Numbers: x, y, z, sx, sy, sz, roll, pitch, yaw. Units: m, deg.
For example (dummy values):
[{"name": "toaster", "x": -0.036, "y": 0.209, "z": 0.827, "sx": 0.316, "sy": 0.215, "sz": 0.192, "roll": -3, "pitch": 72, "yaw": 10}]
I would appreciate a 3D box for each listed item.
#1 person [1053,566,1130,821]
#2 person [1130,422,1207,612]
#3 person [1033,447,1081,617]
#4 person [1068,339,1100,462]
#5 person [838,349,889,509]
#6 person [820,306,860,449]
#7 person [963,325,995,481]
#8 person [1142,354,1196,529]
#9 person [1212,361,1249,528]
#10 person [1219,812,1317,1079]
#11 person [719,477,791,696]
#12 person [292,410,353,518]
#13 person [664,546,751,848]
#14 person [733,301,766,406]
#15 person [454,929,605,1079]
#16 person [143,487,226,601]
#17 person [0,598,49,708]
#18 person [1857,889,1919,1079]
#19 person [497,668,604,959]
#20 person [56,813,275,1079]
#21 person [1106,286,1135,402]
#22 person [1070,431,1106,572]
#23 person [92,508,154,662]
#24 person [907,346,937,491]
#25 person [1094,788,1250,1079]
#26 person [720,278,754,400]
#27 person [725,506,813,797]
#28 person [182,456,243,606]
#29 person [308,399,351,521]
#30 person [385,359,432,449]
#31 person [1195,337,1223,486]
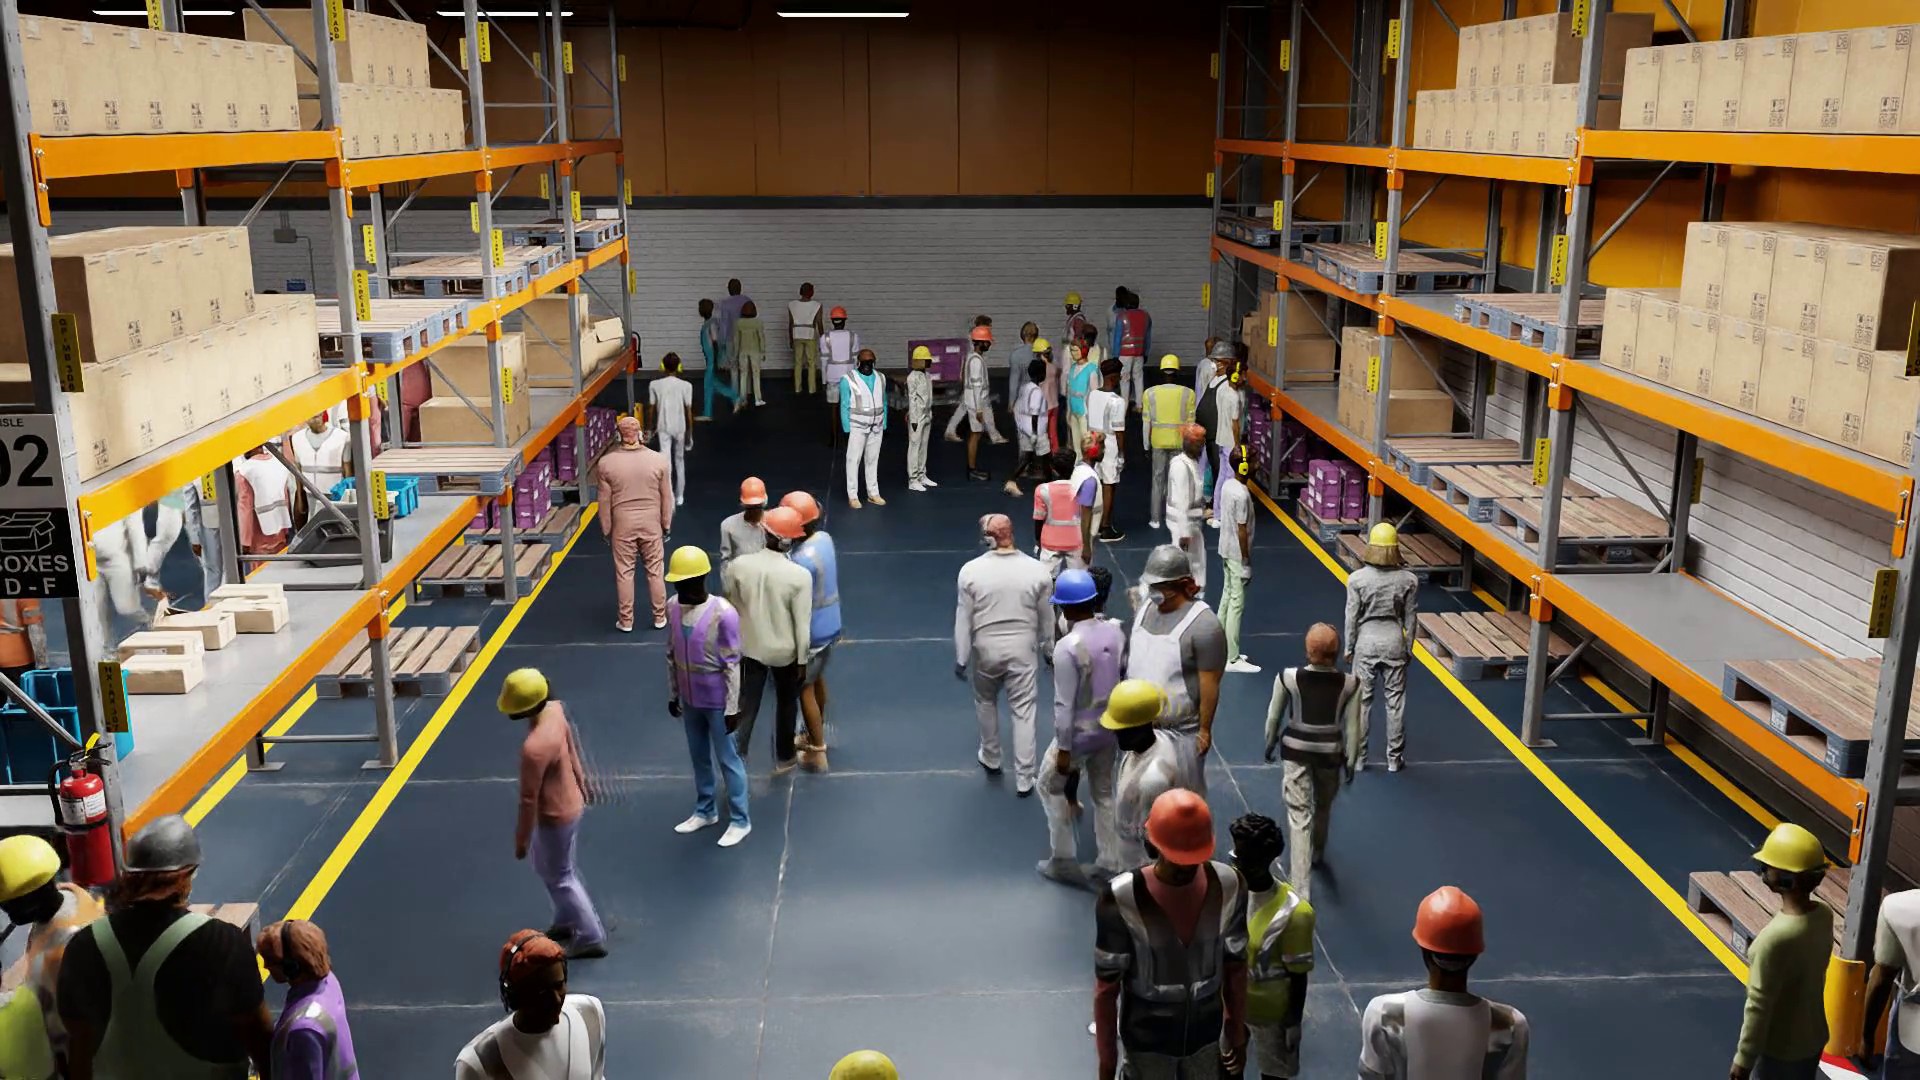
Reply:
[{"name": "person", "x": 0.843, "y": 0.992, "z": 10.510, "sx": 0.535, "sy": 1.697, "sz": 0.318, "roll": 8, "pitch": 16, "yaw": 28}, {"name": "person", "x": 1.925, "y": -0.132, "z": 14.599, "sx": 0.726, "sy": 1.868, "sz": 0.579, "roll": 6, "pitch": 16, "yaw": 23}, {"name": "person", "x": 0.888, "y": 0.045, "z": 14.221, "sx": 0.540, "sy": 1.698, "sz": 0.317, "roll": 0, "pitch": 14, "yaw": 0}, {"name": "person", "x": 1.490, "y": -1.508, "z": 20.035, "sx": 0.373, "sy": 1.840, "sz": 0.572, "roll": -6, "pitch": 16, "yaw": -24}, {"name": "person", "x": -1.089, "y": -1.290, "z": 19.195, "sx": 0.619, "sy": 1.838, "sz": 0.430, "roll": -10, "pitch": 17, "yaw": -34}, {"name": "person", "x": -1.627, "y": -2.203, "z": 22.594, "sx": 0.542, "sy": 1.928, "sz": 0.374, "roll": -2, "pitch": 14, "yaw": -10}, {"name": "person", "x": 0.238, "y": -1.686, "z": 20.565, "sx": 0.388, "sy": 1.930, "sz": 0.544, "roll": -1, "pitch": 14, "yaw": -3}, {"name": "person", "x": 2.270, "y": -1.059, "z": 18.115, "sx": 0.585, "sy": 1.922, "sz": 0.372, "roll": 2, "pitch": 14, "yaw": 8}, {"name": "person", "x": 2.944, "y": -1.011, "z": 18.043, "sx": 0.327, "sy": 1.865, "sz": 0.520, "roll": -3, "pitch": 15, "yaw": -12}, {"name": "person", "x": 1.214, "y": 1.917, "z": 6.897, "sx": 0.320, "sy": 1.691, "sz": 0.536, "roll": -13, "pitch": 19, "yaw": -42}, {"name": "person", "x": -1.578, "y": 0.361, "z": 12.893, "sx": 0.566, "sy": 1.744, "sz": 0.350, "roll": -1, "pitch": 14, "yaw": -2}, {"name": "person", "x": -6.031, "y": -0.434, "z": 15.837, "sx": 0.563, "sy": 1.834, "sz": 0.372, "roll": 1, "pitch": 14, "yaw": 3}, {"name": "person", "x": -1.585, "y": 0.956, "z": 10.240, "sx": 0.600, "sy": 1.913, "sz": 0.435, "roll": 10, "pitch": 17, "yaw": 35}, {"name": "person", "x": -3.275, "y": -2.906, "z": 25.937, "sx": 0.508, "sy": 1.632, "sz": 0.265, "roll": 3, "pitch": 15, "yaw": 12}, {"name": "person", "x": -1.367, "y": 2.169, "z": 5.518, "sx": 0.355, "sy": 1.883, "sz": 0.575, "roll": 10, "pitch": 18, "yaw": 35}, {"name": "person", "x": -7.172, "y": -0.338, "z": 15.394, "sx": 1.076, "sy": 1.874, "sz": 0.651, "roll": 3, "pitch": 15, "yaw": 10}, {"name": "person", "x": -6.300, "y": 0.755, "z": 11.011, "sx": 0.581, "sy": 1.919, "sz": 0.394, "roll": 1, "pitch": 14, "yaw": 5}, {"name": "person", "x": 3.804, "y": 1.957, "z": 6.447, "sx": 0.562, "sy": 1.837, "sz": 0.388, "roll": 4, "pitch": 15, "yaw": 15}, {"name": "person", "x": -2.155, "y": 1.440, "z": 8.716, "sx": 0.510, "sy": 1.708, "sz": 0.598, "roll": -1, "pitch": 14, "yaw": -3}, {"name": "person", "x": -2.857, "y": 1.963, "z": 6.014, "sx": 0.705, "sy": 2.000, "sz": 0.994, "roll": 1, "pitch": 14, "yaw": 5}, {"name": "person", "x": 2.517, "y": -3.033, "z": 25.998, "sx": 0.596, "sy": 1.860, "sz": 1.032, "roll": 11, "pitch": 18, "yaw": 36}, {"name": "person", "x": 1.041, "y": -0.021, "z": 14.244, "sx": 0.417, "sy": 1.827, "sz": 0.615, "roll": -2, "pitch": 14, "yaw": -6}, {"name": "person", "x": -6.859, "y": 0.156, "z": 13.415, "sx": 0.656, "sy": 1.886, "sz": 0.600, "roll": -1, "pitch": 14, "yaw": -2}, {"name": "person", "x": -0.462, "y": -1.478, "z": 20.115, "sx": 0.294, "sy": 1.744, "sz": 0.486, "roll": 7, "pitch": 16, "yaw": 24}, {"name": "person", "x": 0.817, "y": 1.886, "z": 6.339, "sx": 0.613, "sy": 2.033, "sz": 0.411, "roll": -3, "pitch": 15, "yaw": -13}, {"name": "person", "x": -3.536, "y": -3.186, "z": 26.444, "sx": 0.625, "sy": 1.934, "sz": 0.374, "roll": -13, "pitch": 19, "yaw": -42}, {"name": "person", "x": -1.282, "y": 0.738, "z": 11.040, "sx": 0.647, "sy": 1.944, "sz": 0.979, "roll": 4, "pitch": 15, "yaw": 15}, {"name": "person", "x": -6.405, "y": -0.098, "z": 14.373, "sx": 0.401, "sy": 1.909, "sz": 0.599, "roll": 8, "pitch": 16, "yaw": 28}, {"name": "person", "x": -6.818, "y": -0.965, "z": 17.776, "sx": 0.600, "sy": 1.912, "sz": 0.396, "roll": -6, "pitch": 15, "yaw": -21}, {"name": "person", "x": -6.725, "y": -1.691, "z": 20.356, "sx": 0.538, "sy": 2.000, "sz": 0.688, "roll": 5, "pitch": 15, "yaw": 19}, {"name": "person", "x": 3.037, "y": -1.565, "z": 20.283, "sx": 0.361, "sy": 1.834, "sz": 0.519, "roll": -1, "pitch": 14, "yaw": -6}]
